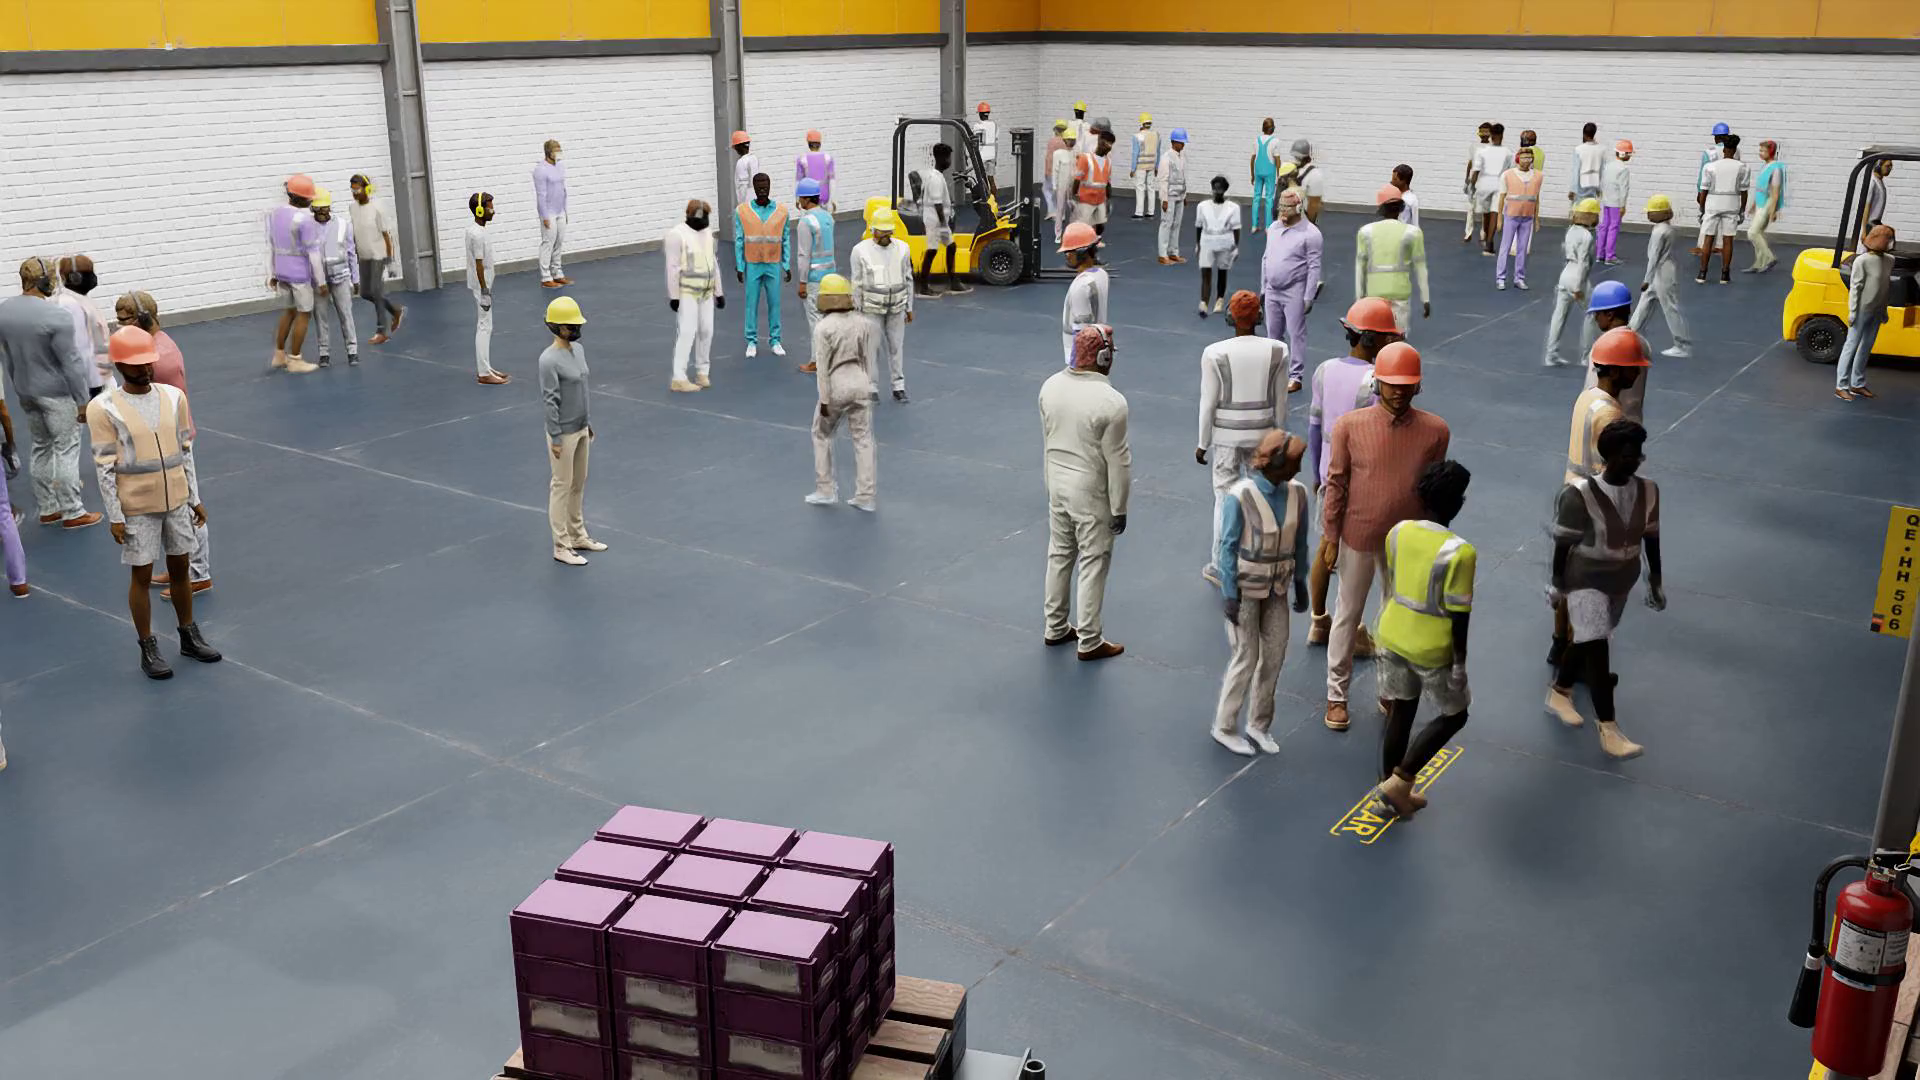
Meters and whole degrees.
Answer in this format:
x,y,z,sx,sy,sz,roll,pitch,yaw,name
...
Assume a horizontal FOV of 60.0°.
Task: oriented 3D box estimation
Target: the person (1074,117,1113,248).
x,y,z,sx,sy,sz,roll,pitch,yaw,name
2.040,-5.558,25.641,0.535,2.000,0.862,-9,20,-27,person

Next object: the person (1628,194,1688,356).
x,y,z,sx,sy,sz,roll,pitch,yaw,name
7.346,-2.784,17.517,0.853,1.685,0.502,7,19,22,person

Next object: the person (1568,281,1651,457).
x,y,z,sx,sy,sz,roll,pitch,yaw,name
4.102,-0.650,10.486,0.557,1.921,0.761,17,24,42,person

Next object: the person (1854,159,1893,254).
x,y,z,sx,sy,sz,roll,pitch,yaw,name
11.287,-3.864,20.659,0.325,1.843,0.517,13,22,36,person

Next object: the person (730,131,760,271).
x,y,z,sx,sy,sz,roll,pitch,yaw,name
-2.991,-4.721,23.207,0.373,1.929,0.542,5,18,15,person

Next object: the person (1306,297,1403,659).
x,y,z,sx,sy,sz,roll,pitch,yaw,name
2.216,-0.344,9.337,0.394,2.040,0.608,-10,20,-28,person

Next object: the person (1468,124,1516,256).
x,y,z,sx,sy,sz,roll,pitch,yaw,name
7.954,-5.227,24.835,0.633,1.898,1.015,7,19,20,person

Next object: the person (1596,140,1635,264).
x,y,z,sx,sy,sz,roll,pitch,yaw,name
9.437,-4.852,23.902,0.339,1.748,0.565,-2,18,-6,person

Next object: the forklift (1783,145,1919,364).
x,y,z,sx,sy,sz,roll,pitch,yaw,name
9.803,-2.879,17.013,2.313,2.155,1.214,12,21,33,forklift

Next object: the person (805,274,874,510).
x,y,z,sx,sy,sz,roll,pitch,yaw,name
-0.880,-1.077,12.158,0.495,1.712,0.650,-15,23,-39,person

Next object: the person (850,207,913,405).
x,y,z,sx,sy,sz,roll,pitch,yaw,name
-0.712,-2.157,15.370,0.601,1.818,0.403,-7,19,-21,person

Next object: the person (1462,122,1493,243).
x,y,z,sx,sy,sz,roll,pitch,yaw,name
8.147,-5.591,26.045,0.510,1.860,0.333,11,21,31,person

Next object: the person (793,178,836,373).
x,y,z,sx,sy,sz,roll,pitch,yaw,name
-1.464,-2.658,16.747,0.424,1.938,0.603,7,19,20,person

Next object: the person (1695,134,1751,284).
x,y,z,sx,sy,sz,roll,pitch,yaw,name
10.155,-4.407,22.161,0.606,1.966,0.367,7,19,21,person

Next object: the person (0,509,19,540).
x,y,z,sx,sy,sz,roll,pitch,yaw,name
-6.716,-0.811,11.098,0.560,1.855,0.415,16,24,41,person

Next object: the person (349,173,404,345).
x,y,z,sx,sy,sz,roll,pitch,yaw,name
-6.407,-3.103,18.279,0.562,1.845,0.591,9,20,25,person

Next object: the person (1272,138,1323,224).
x,y,z,sx,sy,sz,roll,pitch,yaw,name
4.186,-4.049,20.920,0.542,2.000,0.714,-12,21,-34,person

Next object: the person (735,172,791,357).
x,y,z,sx,sy,sz,roll,pitch,yaw,name
-2.070,-2.898,17.517,0.587,1.920,0.390,-5,18,-14,person

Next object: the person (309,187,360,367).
x,y,z,sx,sy,sz,roll,pitch,yaw,name
-6.453,-2.682,16.997,0.600,1.828,0.403,-5,19,-17,person

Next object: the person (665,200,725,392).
x,y,z,sx,sy,sz,roll,pitch,yaw,name
-2.580,-2.363,16.063,0.433,1.796,0.679,11,21,30,person

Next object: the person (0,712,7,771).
x,y,z,sx,sy,sz,roll,pitch,yaw,name
-4.855,0.220,7.827,0.575,1.883,0.355,-6,19,-17,person

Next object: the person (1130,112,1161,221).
x,y,z,sx,sy,sz,roll,pitch,yaw,name
3.191,-6.468,28.825,0.602,1.830,0.404,-11,21,-30,person

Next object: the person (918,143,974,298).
x,y,z,sx,sy,sz,roll,pitch,yaw,name
-0.158,-4.024,21.006,0.839,1.931,0.651,0,18,1,person

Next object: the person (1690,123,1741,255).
x,y,z,sx,sy,sz,roll,pitch,yaw,name
11.209,-5.192,24.667,0.604,1.939,0.416,-2,18,-7,person

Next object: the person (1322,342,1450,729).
x,y,z,sx,sy,sz,roll,pitch,yaw,name
2.125,-0.012,8.369,0.609,1.995,0.376,-1,18,-2,person

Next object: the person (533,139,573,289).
x,y,z,sx,sy,sz,roll,pitch,yaw,name
-5.334,-4.270,21.813,0.388,1.926,0.624,5,19,17,person

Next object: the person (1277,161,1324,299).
x,y,z,sx,sy,sz,roll,pitch,yaw,name
4.192,-3.811,20.660,0.613,1.735,0.550,15,23,40,person

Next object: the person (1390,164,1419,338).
x,y,z,sx,sy,sz,roll,pitch,yaw,name
4.918,-3.196,18.470,0.387,1.912,0.590,5,18,14,person

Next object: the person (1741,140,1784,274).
x,y,z,sx,sy,sz,roll,pitch,yaw,name
11.084,-4.572,22.903,0.448,1.824,0.554,4,18,13,person

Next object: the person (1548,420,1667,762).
x,y,z,sx,sy,sz,roll,pitch,yaw,name
3.196,0.231,8.140,0.551,1.650,0.841,-6,19,-19,person

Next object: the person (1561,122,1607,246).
x,y,z,sx,sy,sz,roll,pitch,yaw,name
9.562,-5.382,25.328,0.595,1.903,0.651,-7,19,-22,person

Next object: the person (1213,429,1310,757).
x,y,z,sx,sy,sz,roll,pitch,yaw,name
1.472,0.255,8.135,0.548,1.611,0.357,-10,20,-29,person

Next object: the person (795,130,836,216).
x,y,z,sx,sy,sz,roll,pitch,yaw,name
-2.093,-4.953,24.008,0.564,1.879,1.022,-4,18,-12,person

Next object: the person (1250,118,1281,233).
x,y,z,sx,sy,sz,roll,pitch,yaw,name
4.992,-5.946,27.169,0.518,1.844,0.332,11,21,32,person

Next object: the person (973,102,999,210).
x,y,z,sx,sy,sz,roll,pitch,yaw,name
0.443,-6.958,30.215,0.541,1.928,0.408,-14,22,-37,person

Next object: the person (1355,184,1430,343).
x,y,z,sx,sy,sz,roll,pitch,yaw,name
3.974,-2.265,15.432,0.714,1.990,0.839,8,19,23,person

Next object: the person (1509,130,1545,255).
x,y,z,sx,sy,sz,roll,pitch,yaw,name
8.402,-5.172,24.779,0.631,1.833,0.429,-15,23,-40,person

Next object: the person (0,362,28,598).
x,y,z,sx,sy,sz,roll,pitch,yaw,name
-6.053,-0.520,10.178,0.511,1.862,0.327,-12,21,-32,person

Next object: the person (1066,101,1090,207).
x,y,z,sx,sy,sz,roll,pitch,yaw,name
2.176,-7.081,30.595,0.586,1.924,0.370,16,24,41,person

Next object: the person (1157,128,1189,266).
x,y,z,sx,sy,sz,roll,pitch,yaw,name
3.061,-4.902,23.768,0.426,1.937,0.615,14,22,36,person

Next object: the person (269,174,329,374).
x,y,z,sx,sy,sz,roll,pitch,yaw,name
-6.613,-2.652,16.631,0.670,1.991,0.496,11,21,30,person

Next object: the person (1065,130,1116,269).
x,y,z,sx,sy,sz,roll,pitch,yaw,name
1.813,-4.762,23.359,0.770,1.930,0.370,-12,21,-32,person

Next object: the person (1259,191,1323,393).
x,y,z,sx,sy,sz,roll,pitch,yaw,name
3.109,-2.366,15.872,0.403,1.911,0.637,-14,23,-38,person

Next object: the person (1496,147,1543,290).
x,y,z,sx,sy,sz,roll,pitch,yaw,name
7.263,-4.182,21.655,0.571,1.841,0.376,-2,18,-7,person

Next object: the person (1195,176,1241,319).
x,y,z,sx,sy,sz,roll,pitch,yaw,name
3.043,-3.470,19.722,0.550,1.643,0.890,5,18,14,person

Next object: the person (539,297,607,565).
x,y,z,sx,sy,sz,roll,pitch,yaw,name
-2.559,-0.725,10.968,0.312,1.767,0.533,4,18,12,person

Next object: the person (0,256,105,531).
x,y,z,sx,sy,sz,roll,pitch,yaw,name
-6.343,-1.007,11.600,0.638,1.927,0.391,6,19,19,person

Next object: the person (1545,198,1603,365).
x,y,z,sx,sy,sz,roll,pitch,yaw,name
6.384,-2.625,16.992,0.741,1.705,0.485,-3,18,-10,person

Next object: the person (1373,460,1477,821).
x,y,z,sx,sy,sz,roll,pitch,yaw,name
2.055,0.467,7.384,0.375,1.671,0.554,-9,20,-26,person

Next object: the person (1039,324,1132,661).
x,y,z,sx,sy,sz,roll,pitch,yaw,name
0.725,-0.267,9.335,0.398,1.900,0.635,-15,23,-39,person

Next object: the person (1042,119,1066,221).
x,y,z,sx,sy,sz,roll,pitch,yaw,name
1.624,-6.343,28.566,0.547,1.732,0.450,-15,23,-38,person

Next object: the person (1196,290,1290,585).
x,y,z,sx,sy,sz,roll,pitch,yaw,name
1.775,-0.634,10.495,0.572,1.884,0.353,-2,18,-7,person

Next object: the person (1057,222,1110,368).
x,y,z,sx,sy,sz,roll,pitch,yaw,name
0.908,-1.367,12.543,0.383,2.036,0.605,6,19,18,person

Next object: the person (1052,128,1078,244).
x,y,z,sx,sy,sz,roll,pitch,yaw,name
1.695,-5.528,25.985,0.533,1.772,0.298,-4,18,-11,person

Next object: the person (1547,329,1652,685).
x,y,z,sx,sy,sz,roll,pitch,yaw,name
3.446,-0.179,8.983,0.354,1.939,0.544,2,18,5,person

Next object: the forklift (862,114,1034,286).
x,y,z,sx,sy,sz,roll,pitch,yaw,name
-0.171,-4.594,22.377,2.313,2.155,1.214,1,18,3,forklift

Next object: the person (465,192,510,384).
x,y,z,sx,sy,sz,roll,pitch,yaw,name
-4.630,-2.442,16.204,0.324,1.855,0.510,-6,19,-18,person

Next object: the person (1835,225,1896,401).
x,y,z,sx,sy,sz,roll,pitch,yaw,name
8.502,-2.129,15.573,0.507,1.632,0.279,-8,19,-24,person

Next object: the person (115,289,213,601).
x,y,z,sx,sy,sz,roll,pitch,yaw,name
-4.915,-0.587,10.266,0.371,1.936,0.627,-12,21,-32,person

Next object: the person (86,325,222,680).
x,y,z,sx,sy,sz,roll,pitch,yaw,name
-4.394,-0.211,9.085,0.358,1.938,0.545,12,21,33,person
